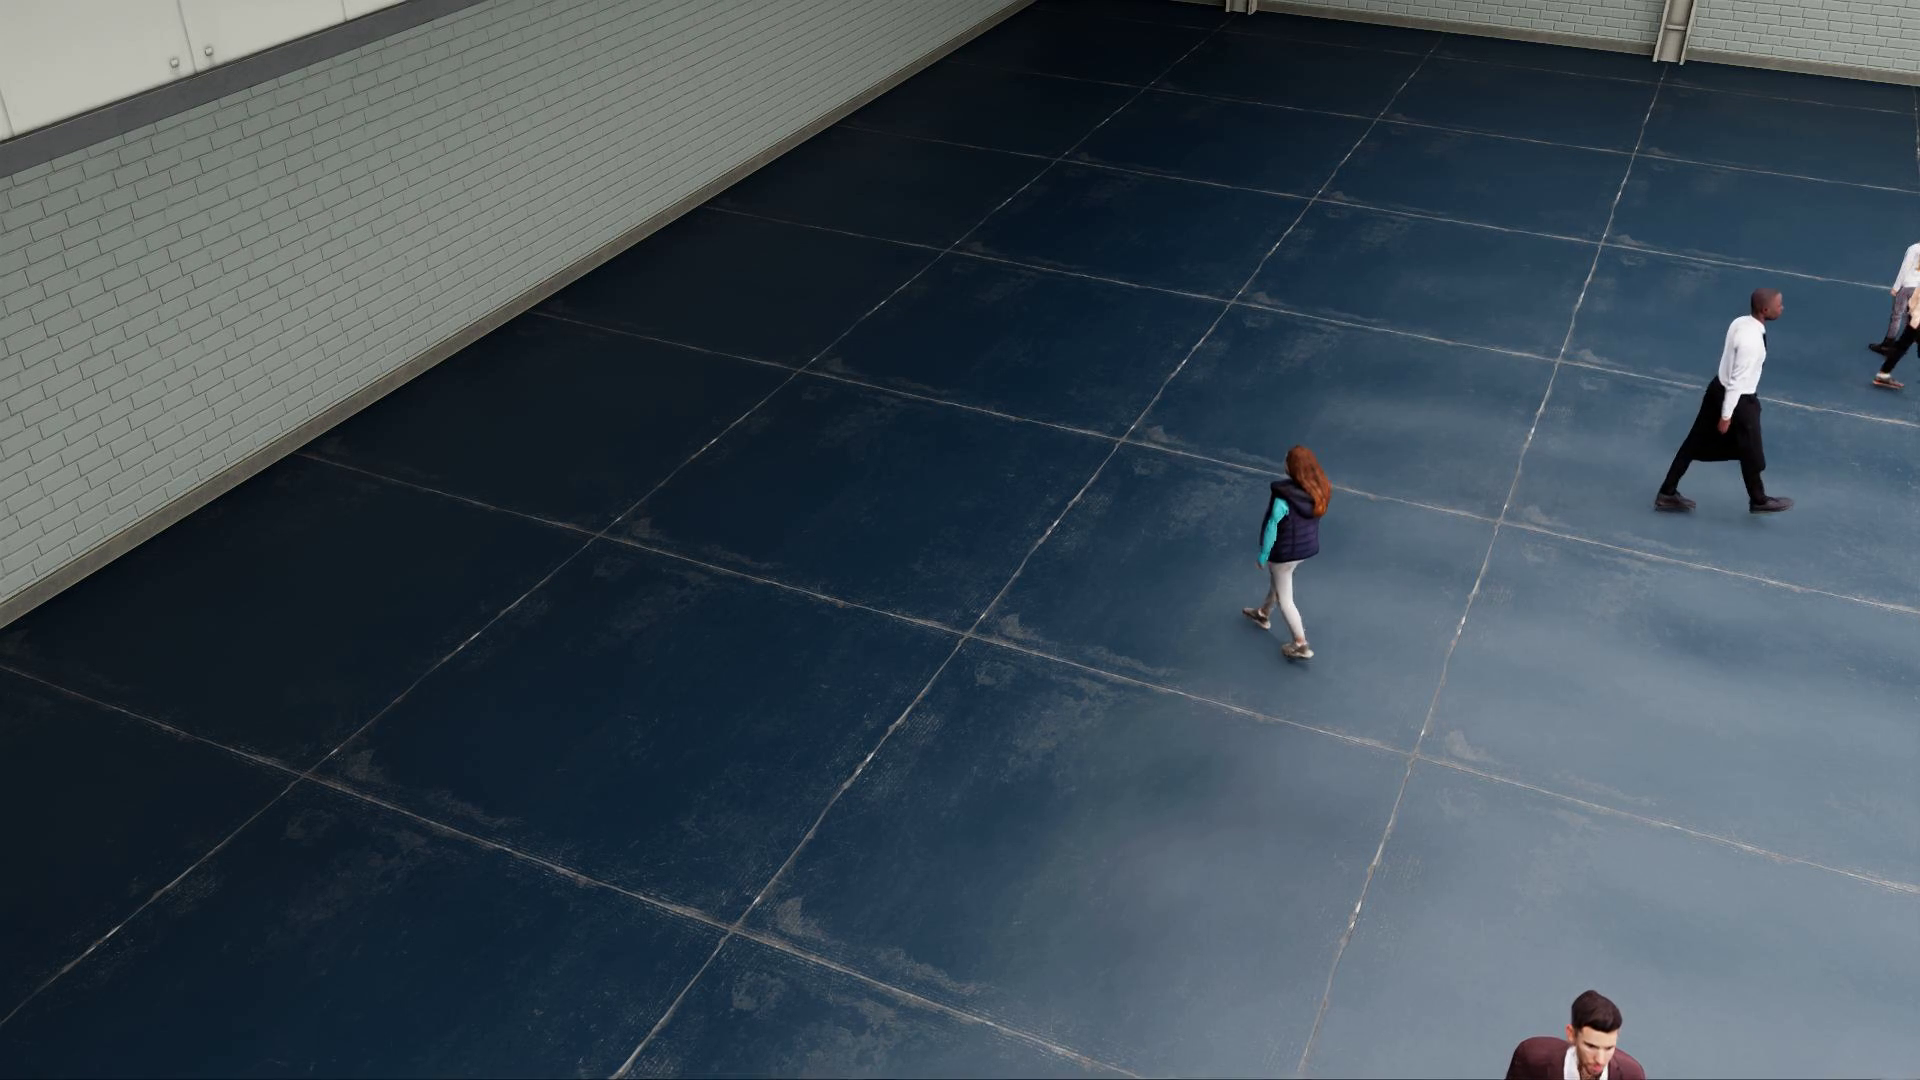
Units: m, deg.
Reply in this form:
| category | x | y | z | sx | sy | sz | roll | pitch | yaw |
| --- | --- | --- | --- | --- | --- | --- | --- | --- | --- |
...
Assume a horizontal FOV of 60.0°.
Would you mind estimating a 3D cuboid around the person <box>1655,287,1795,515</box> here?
| category | x | y | z | sx | sy | sz | roll | pitch | yaw |
| --- | --- | --- | --- | --- | --- | --- | --- | --- | --- |
| person | 5.487 | -0.987 | 12.094 | 1.247 | 1.798 | 0.885 | 5 | 33 | 9 |

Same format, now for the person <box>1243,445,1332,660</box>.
| category | x | y | z | sx | sy | sz | roll | pitch | yaw |
| --- | --- | --- | --- | --- | --- | --- | --- | --- | --- |
| person | 2.152 | 0.095 | 10.685 | 0.820 | 1.472 | 1.001 | -23 | 39 | -32 |

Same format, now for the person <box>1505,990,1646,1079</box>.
| category | x | y | z | sx | sy | sz | roll | pitch | yaw |
| --- | --- | --- | --- | --- | --- | --- | --- | --- | --- |
| person | 2.329 | 2.472 | 6.542 | 0.650 | 1.872 | 0.810 | 4 | 32 | 6 |

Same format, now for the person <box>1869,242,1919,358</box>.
| category | x | y | z | sx | sy | sz | roll | pitch | yaw |
| --- | --- | --- | --- | --- | --- | --- | --- | --- | --- |
| person | 8.330 | -2.224 | 14.542 | 0.576 | 1.279 | 0.643 | -8 | 33 | -12 |

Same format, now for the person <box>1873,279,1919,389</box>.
| category | x | y | z | sx | sy | sz | roll | pitch | yaw |
| --- | --- | --- | --- | --- | --- | --- | --- | --- | --- |
| person | 7.974 | -1.904 | 13.868 | 0.925 | 1.457 | 0.704 | 22 | 39 | 31 |
